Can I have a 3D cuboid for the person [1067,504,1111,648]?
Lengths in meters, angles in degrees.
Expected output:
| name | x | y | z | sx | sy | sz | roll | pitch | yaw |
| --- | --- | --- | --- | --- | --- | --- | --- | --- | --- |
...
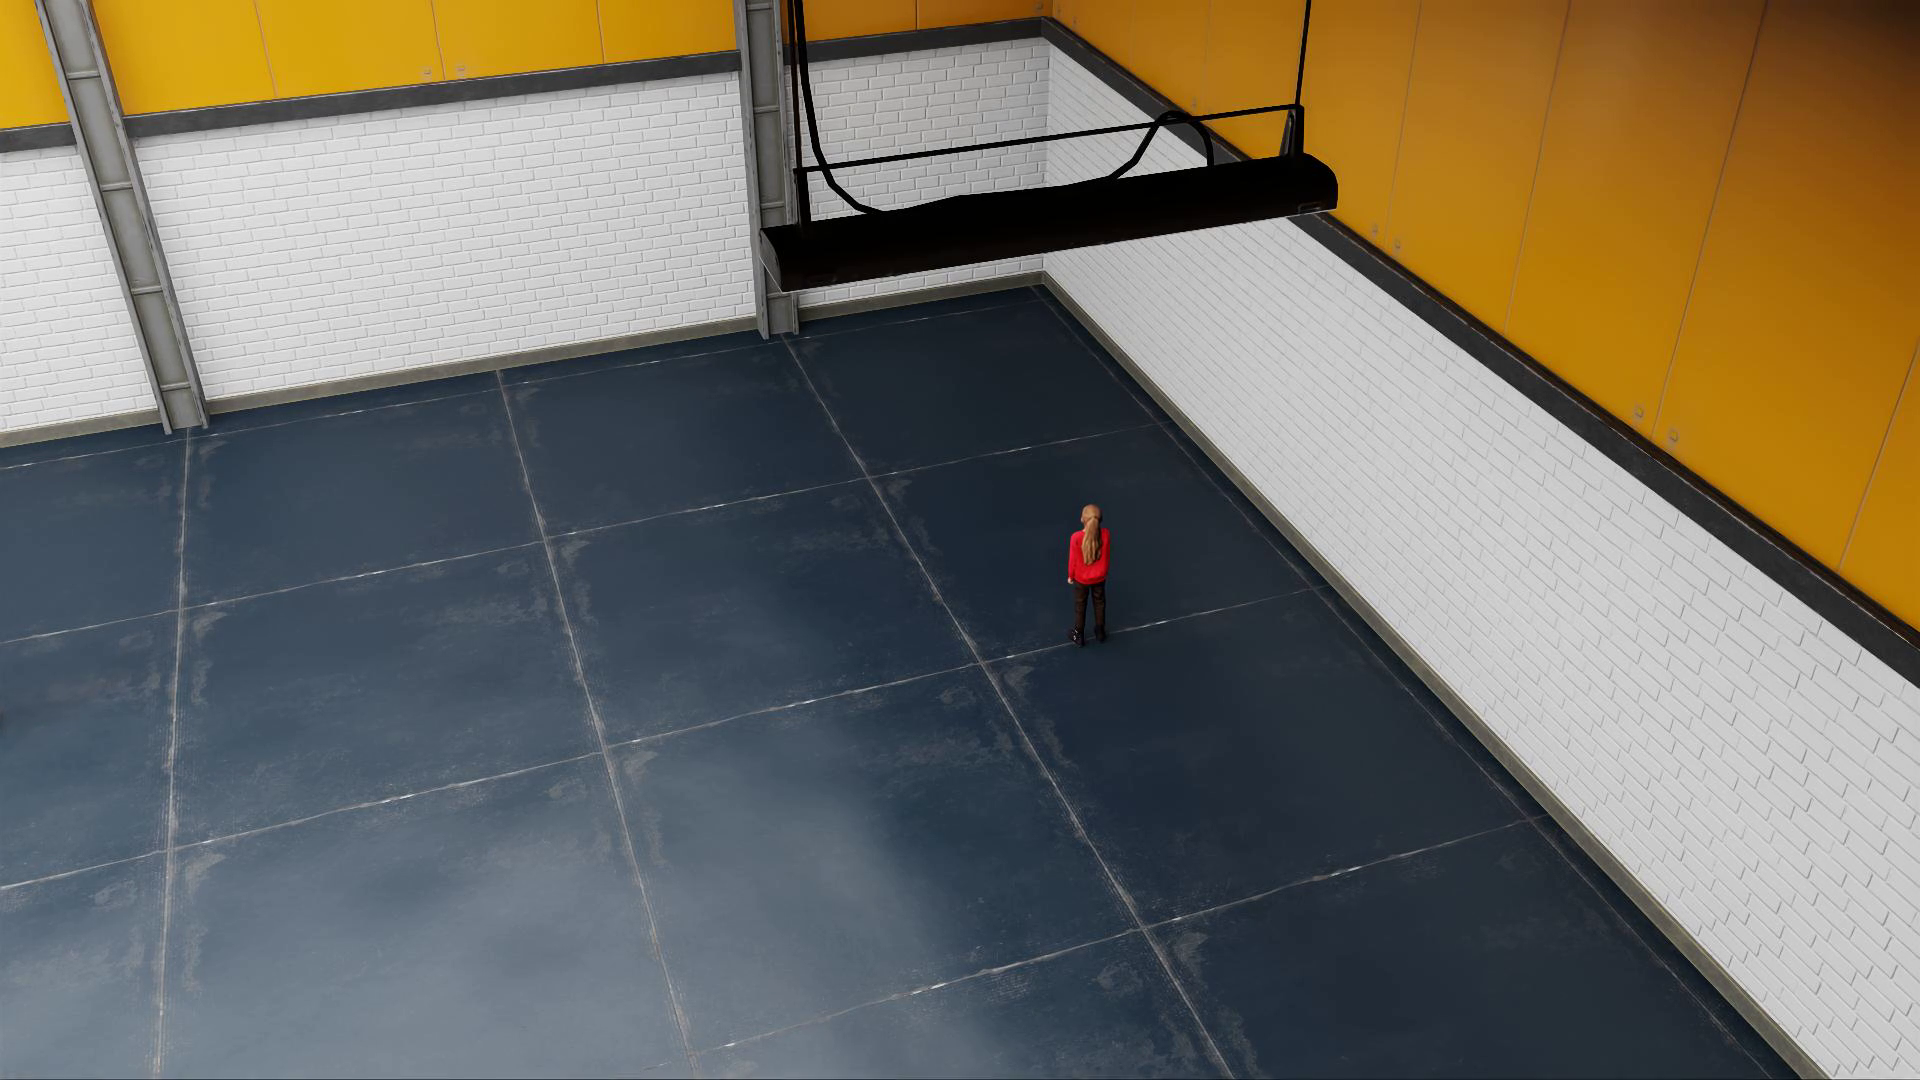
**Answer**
| name | x | y | z | sx | sy | sz | roll | pitch | yaw |
| --- | --- | --- | --- | --- | --- | --- | --- | --- | --- |
| person | 1.021 | 0.272 | 13.107 | 0.466 | 1.281 | 0.576 | -7 | 34 | -11 |
